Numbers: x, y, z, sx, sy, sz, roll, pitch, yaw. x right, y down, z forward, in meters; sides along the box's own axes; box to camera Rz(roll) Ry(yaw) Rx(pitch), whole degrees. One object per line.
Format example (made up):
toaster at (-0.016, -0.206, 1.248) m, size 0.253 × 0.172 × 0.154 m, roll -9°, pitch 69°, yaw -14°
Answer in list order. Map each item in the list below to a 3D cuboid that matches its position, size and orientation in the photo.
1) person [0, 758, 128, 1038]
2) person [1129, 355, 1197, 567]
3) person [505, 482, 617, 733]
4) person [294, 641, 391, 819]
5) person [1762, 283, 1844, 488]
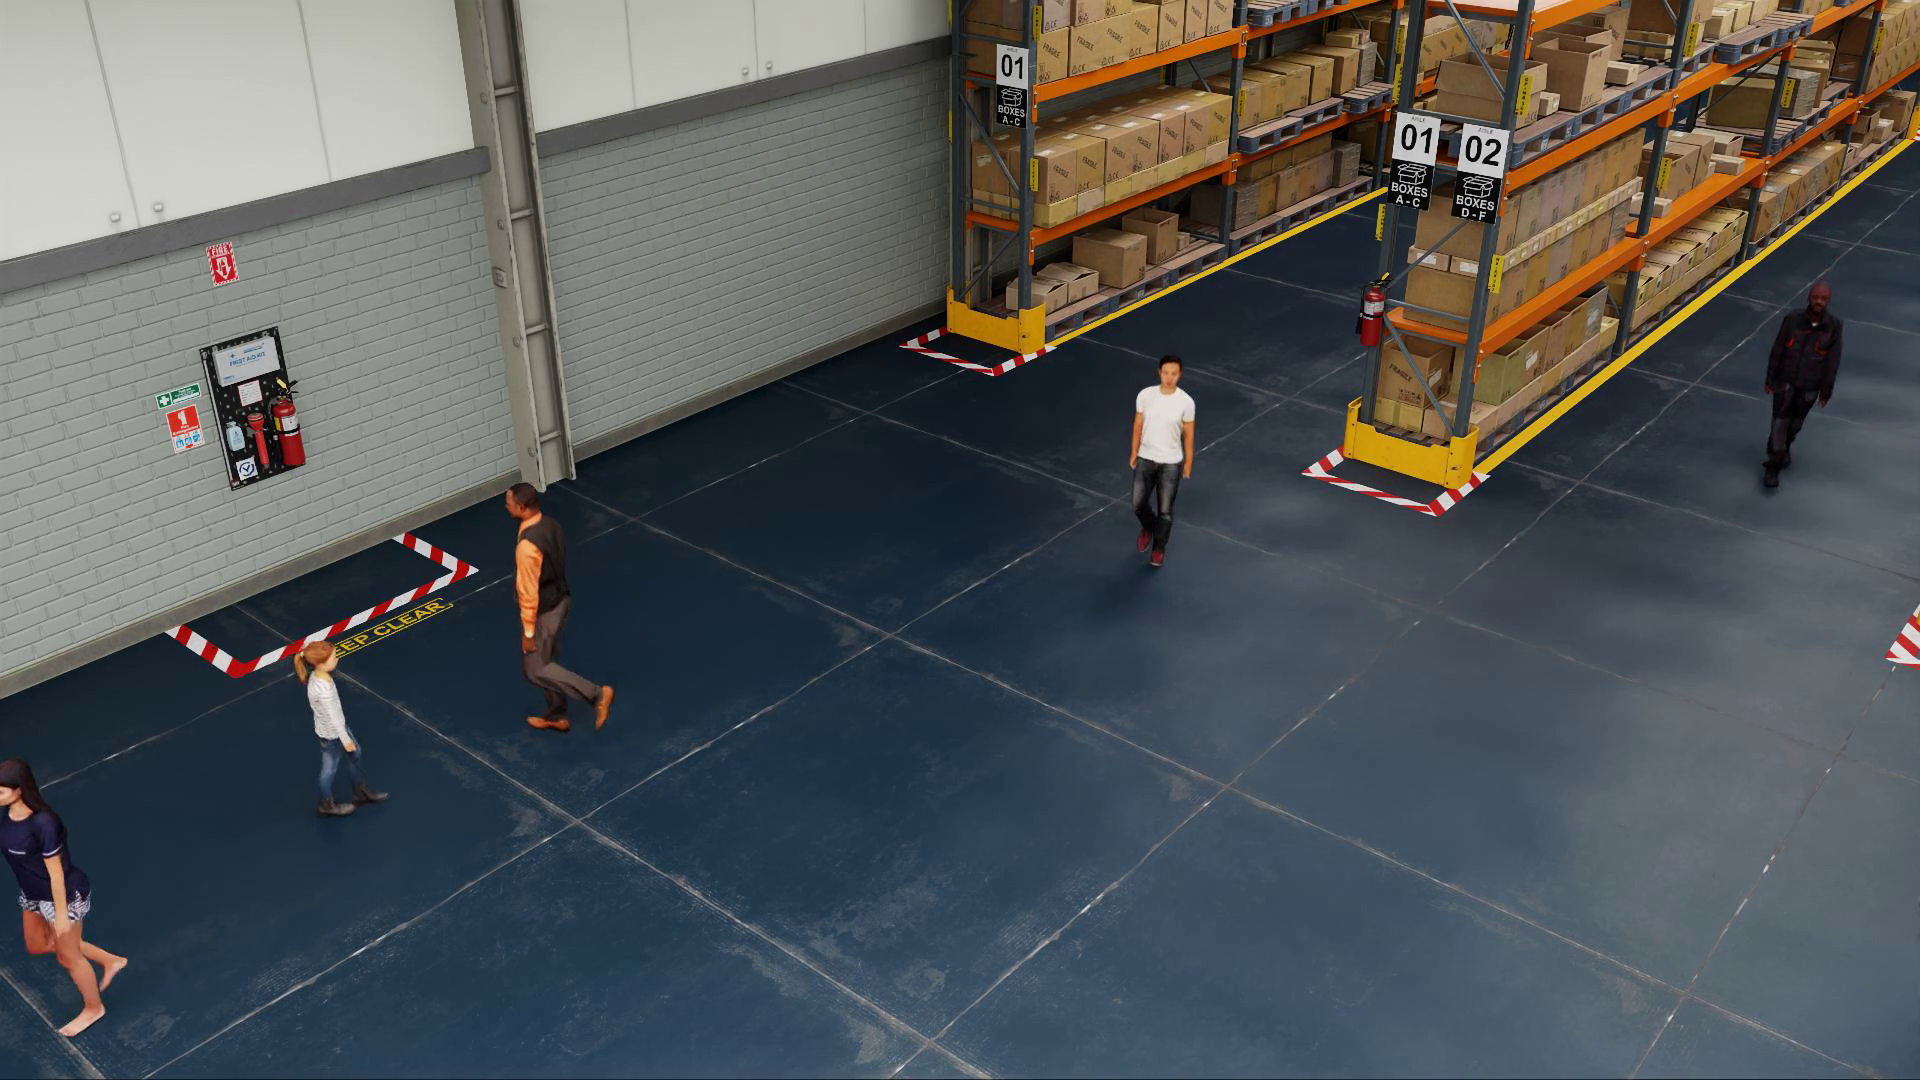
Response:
person at (-4.696, 1.828, 8.775) m, size 0.591 × 1.753 × 0.649 m, roll 22°, pitch 35°, yaw 36°
person at (1.633, -0.684, 13.444) m, size 0.785 × 1.798 × 0.799 m, roll 7°, pitch 29°, yaw 14°
person at (-2.686, 0.501, 11.119) m, size 1.049 × 1.890 × 1.031 m, roll 3°, pitch 28°, yaw 5°
person at (-4.007, 1.213, 10.408) m, size 0.761 × 1.303 × 0.663 m, roll -10°, pitch 30°, yaw -18°
person at (7.519, -1.453, 14.892) m, size 0.982 × 1.794 × 1.322 m, roll 11°, pitch 30°, yaw 19°
